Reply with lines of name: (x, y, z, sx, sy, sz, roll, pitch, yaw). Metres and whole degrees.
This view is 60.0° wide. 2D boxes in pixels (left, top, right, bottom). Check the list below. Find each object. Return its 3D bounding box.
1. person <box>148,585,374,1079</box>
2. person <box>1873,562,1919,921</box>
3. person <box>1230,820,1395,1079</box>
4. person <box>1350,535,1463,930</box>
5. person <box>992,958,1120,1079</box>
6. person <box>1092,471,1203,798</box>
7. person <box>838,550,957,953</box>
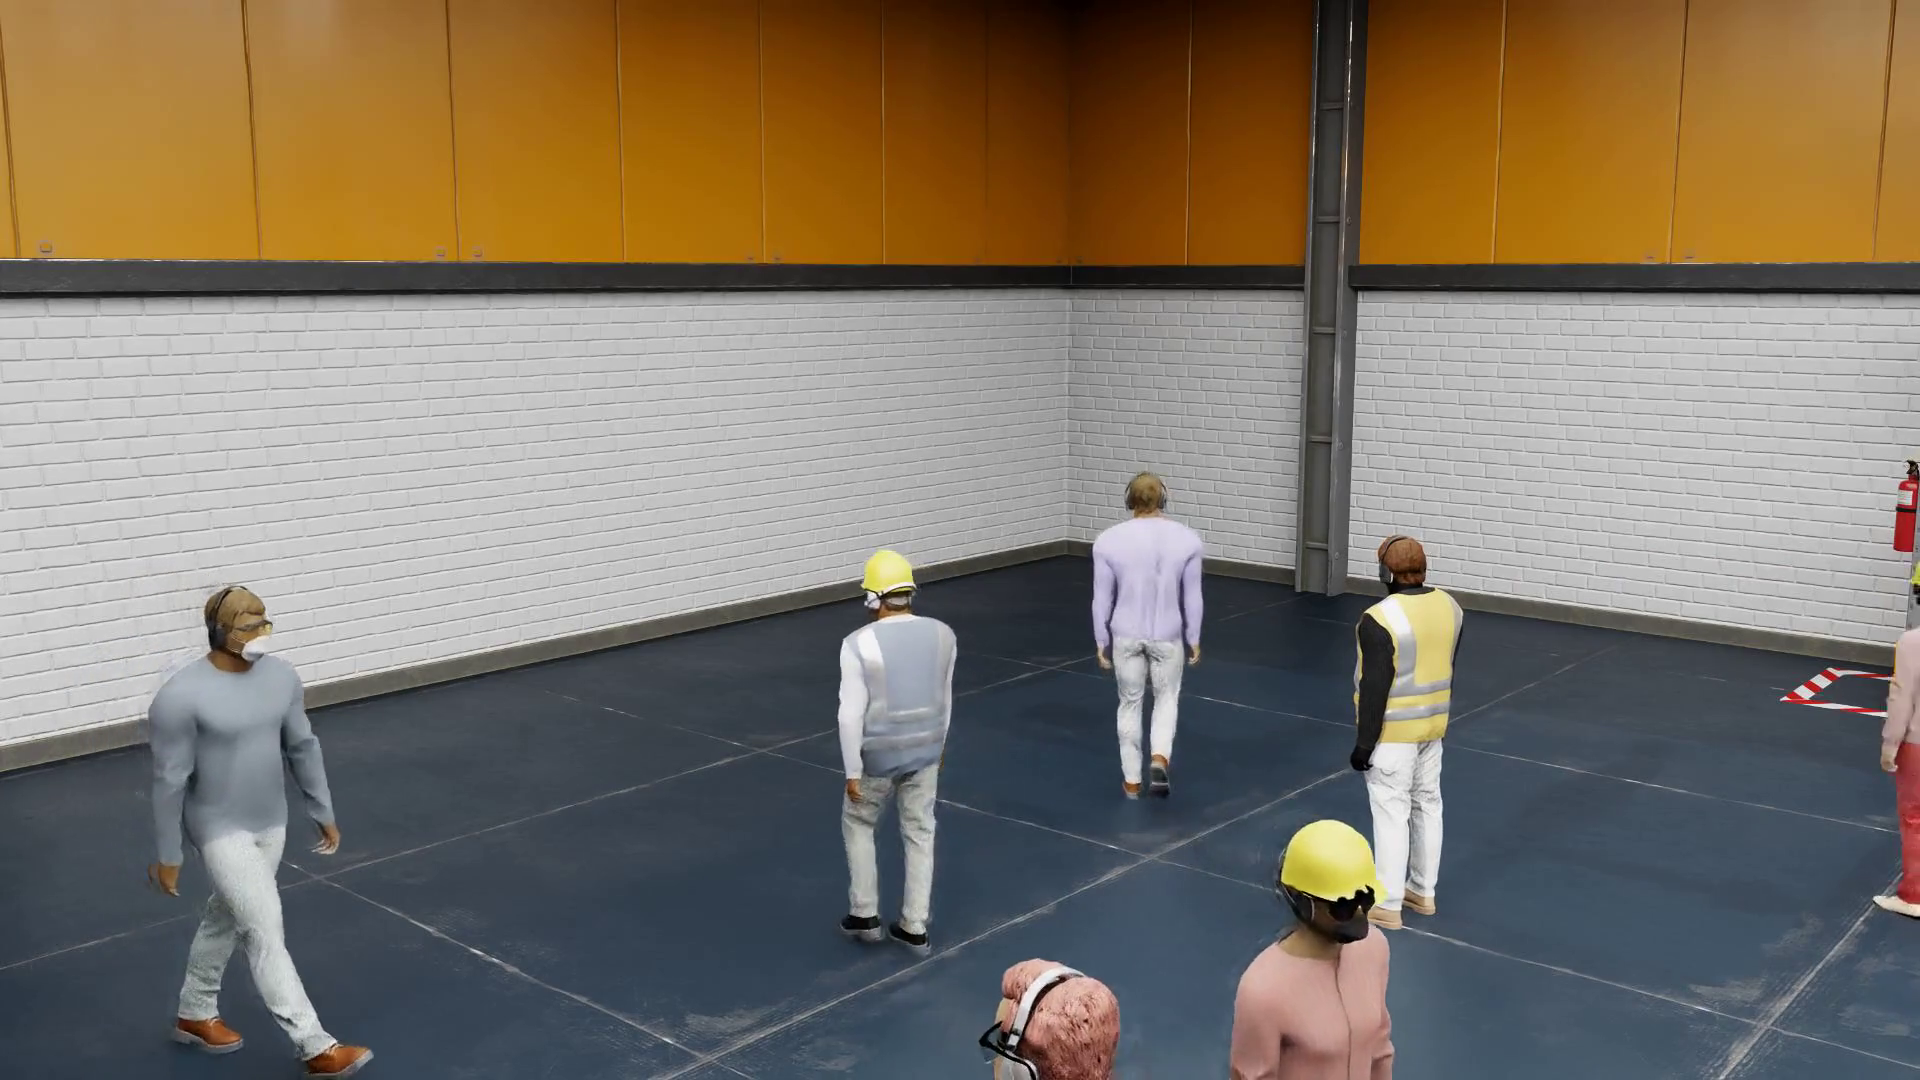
person: (-2.670, 1.100, 6.306, 1.039, 1.880, 0.655, 3, 10, 21)
person: (4.537, 0.925, 7.777, 0.543, 1.755, 0.381, -3, 10, -18)
person: (0.818, 1.502, 4.179, 0.539, 1.745, 0.629, -7, 12, -39)
person: (2.048, 0.890, 7.766, 0.624, 1.841, 0.430, -7, 11, -36)
person: (0.136, 1.647, 2.915, 0.923, 1.871, 0.659, 8, 12, 41)
person: (1.072, 0.565, 9.543, 0.644, 1.922, 0.517, 1, 9, 4)
person: (-0.312, 0.941, 7.513, 0.605, 1.812, 0.560, -5, 10, -27)
